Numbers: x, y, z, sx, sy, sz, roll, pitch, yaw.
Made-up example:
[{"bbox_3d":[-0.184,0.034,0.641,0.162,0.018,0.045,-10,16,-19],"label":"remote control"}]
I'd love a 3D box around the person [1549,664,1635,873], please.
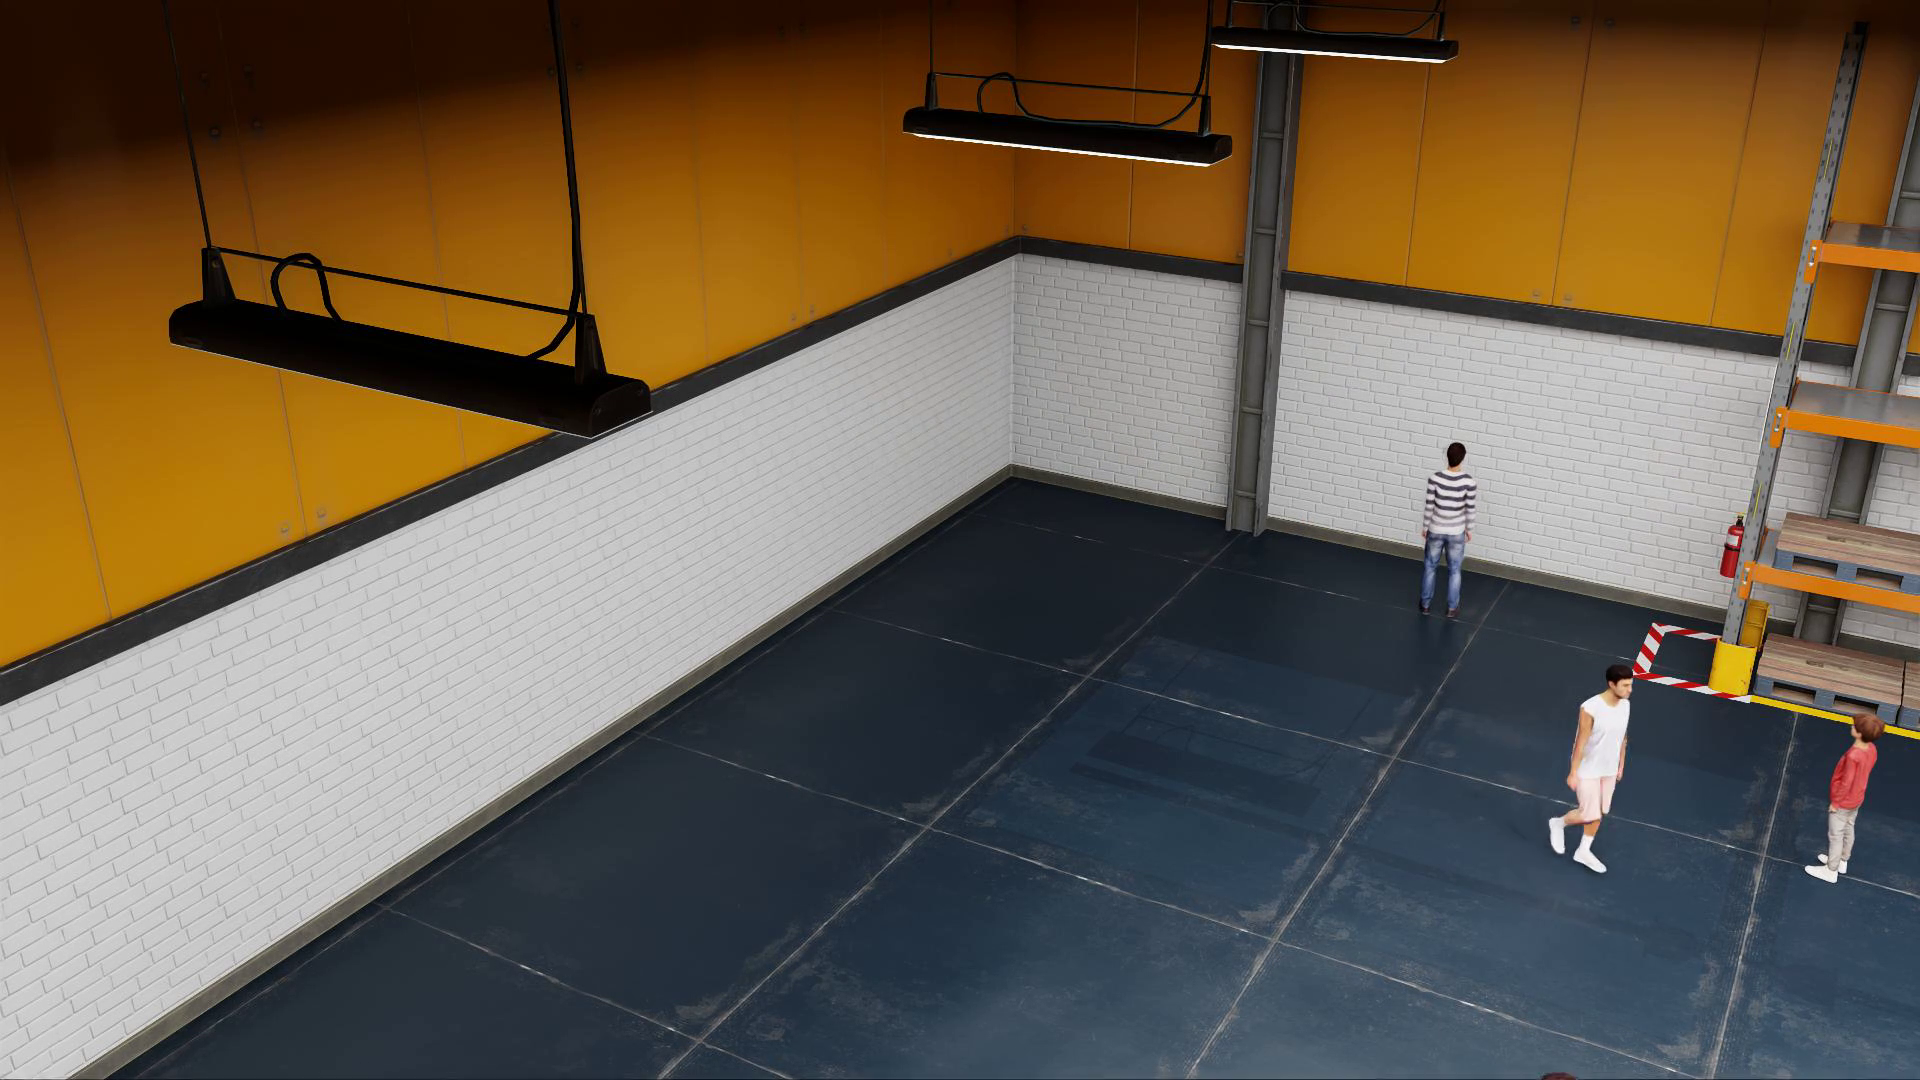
[{"bbox_3d":[4.874,1.720,12.903,0.857,1.776,0.925,-11,26,-23],"label":"person"}]

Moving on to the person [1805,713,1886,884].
[{"bbox_3d":[6.834,1.968,12.785,0.588,1.417,0.592,-17,29,-34],"label":"person"}]

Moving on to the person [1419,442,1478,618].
[{"bbox_3d":[4.970,-0.110,16.994,0.531,1.851,0.752,8,25,17],"label":"person"}]
